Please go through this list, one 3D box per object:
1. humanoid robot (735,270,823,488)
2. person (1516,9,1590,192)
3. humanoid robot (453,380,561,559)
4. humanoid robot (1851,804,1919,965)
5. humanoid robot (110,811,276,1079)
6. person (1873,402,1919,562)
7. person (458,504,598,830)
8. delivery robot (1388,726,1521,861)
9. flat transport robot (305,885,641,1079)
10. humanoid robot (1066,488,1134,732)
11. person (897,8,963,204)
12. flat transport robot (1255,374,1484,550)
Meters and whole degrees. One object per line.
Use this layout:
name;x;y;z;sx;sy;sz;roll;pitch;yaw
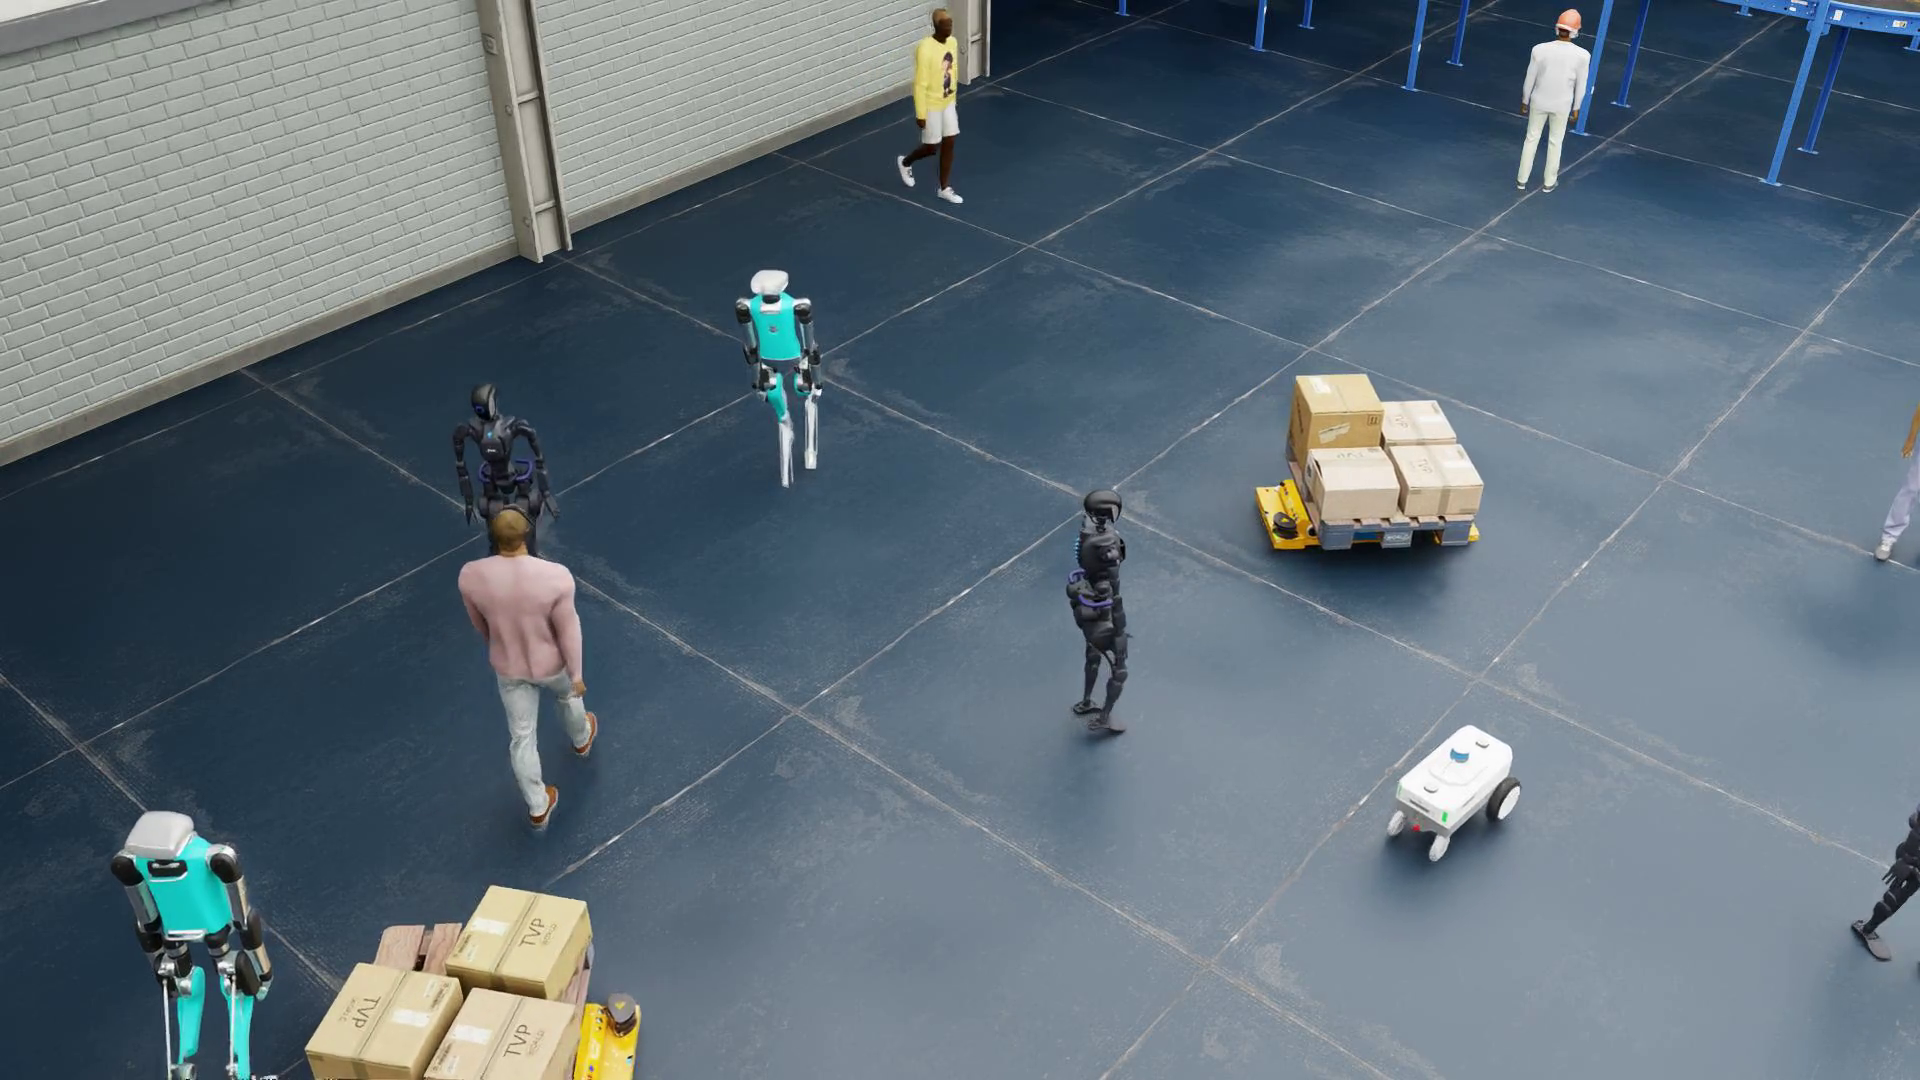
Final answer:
humanoid robot;-1.208;-1.186;11.829;0.561;1.820;0.792;4;36;5
person;5.714;-4.237;16.058;0.564;1.748;0.336;15;38;20
humanoid robot;-2.864;-0.284;10.576;0.613;1.655;0.309;-2;36;-3
humanoid robot;4.827;1.507;8.060;0.608;1.642;0.564;-9;36;-12
humanoid robot;-3.323;2.000;7.254;0.541;1.729;0.692;-1;35;-1
person;6.534;-0.647;10.937;0.564;1.845;0.384;14;38;19
person;-2.338;0.615;9.129;0.622;1.888;0.994;-1;35;-2
delivery robot;2.727;1.364;9.217;0.765;0.585;0.499;-29;45;-34
flat transport robot;-2.276;2.483;7.901;1.431;0.231;0.659;-1;35;-2
humanoid robot;0.809;0.376;9.642;0.359;1.654;0.603;-10;37;-13
person;-0.270;-4.151;15.828;0.653;1.878;0.561;27;43;32
flat transport robot;2.854;-0.216;11.691;1.431;0.231;0.659;-2;36;-3
